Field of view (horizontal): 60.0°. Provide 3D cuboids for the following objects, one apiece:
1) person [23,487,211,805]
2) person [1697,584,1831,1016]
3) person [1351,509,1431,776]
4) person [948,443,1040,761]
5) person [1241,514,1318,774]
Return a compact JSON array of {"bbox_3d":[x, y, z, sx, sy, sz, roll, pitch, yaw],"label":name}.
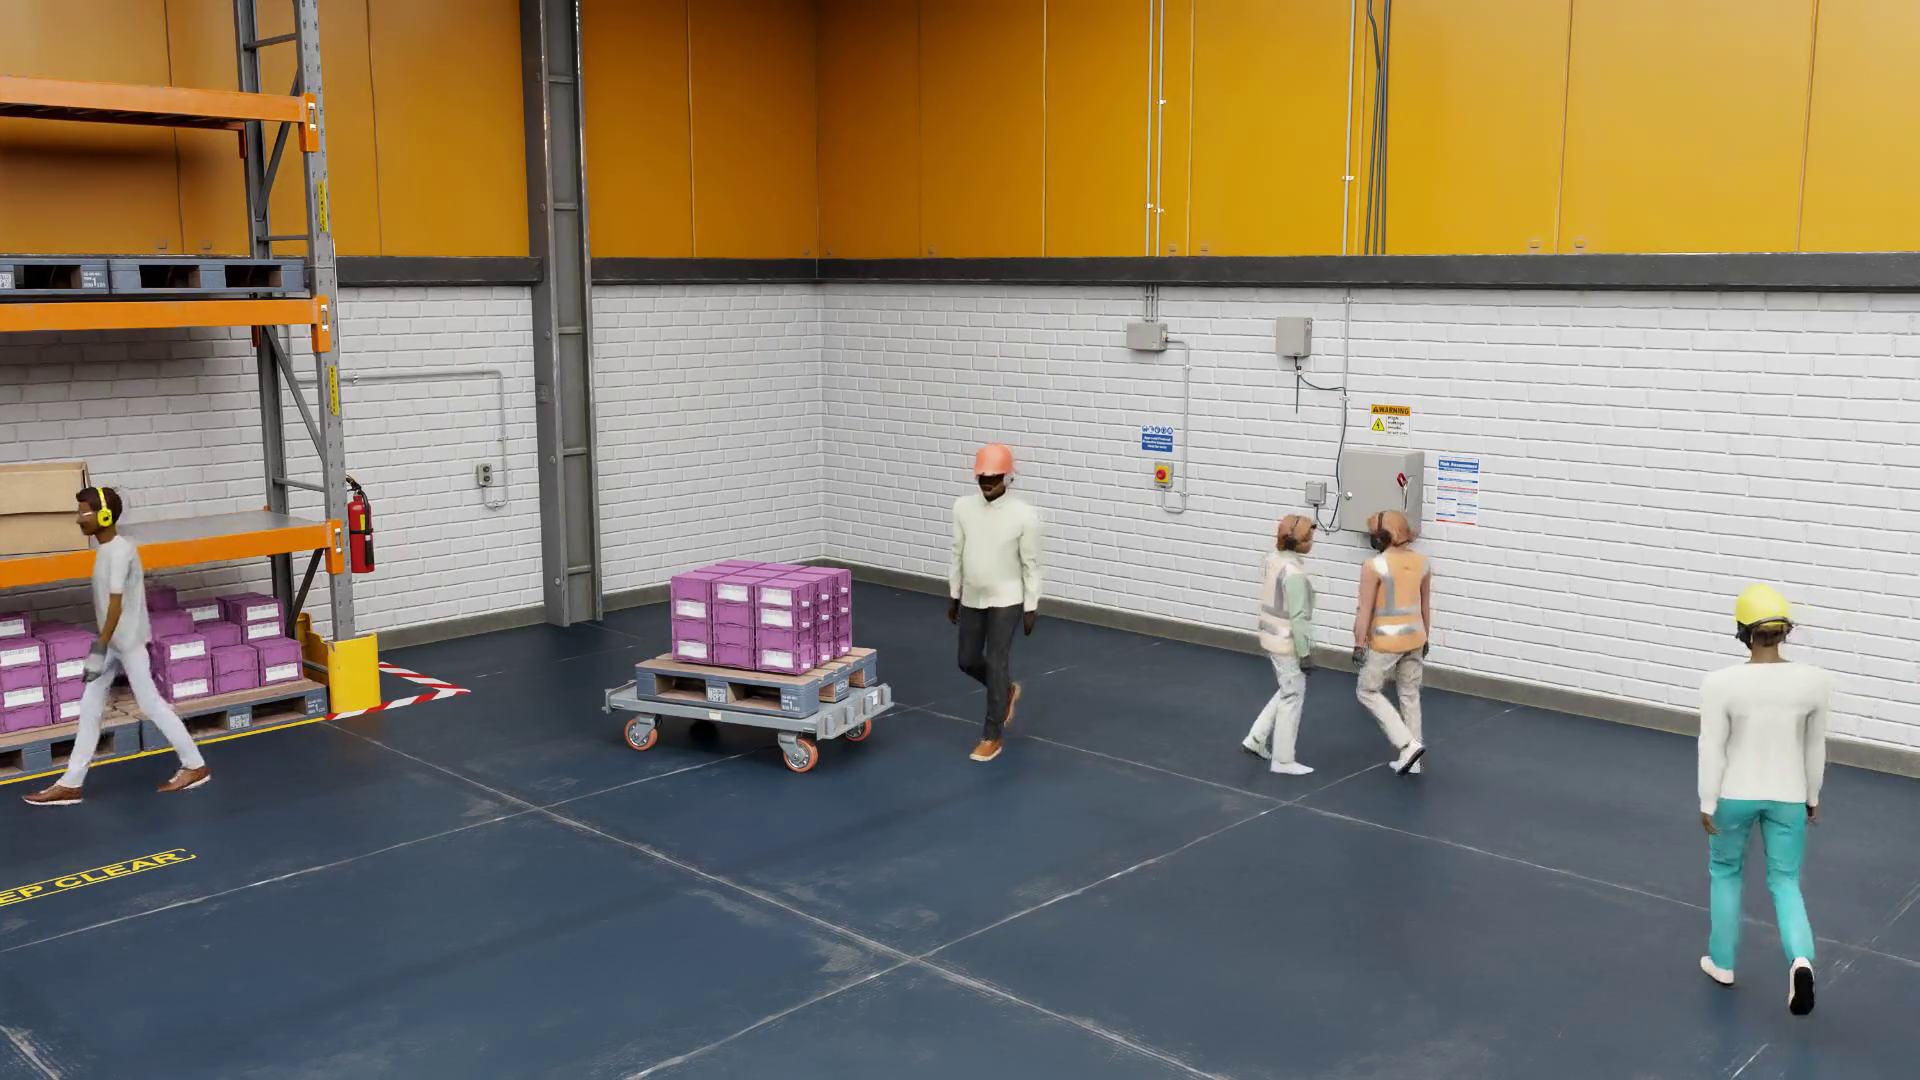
[{"bbox_3d":[-4.806,0.598,9.458,0.966,1.821,0.508,-8,12,-40],"label":"person"},{"bbox_3d":[3.293,1.062,6.803,0.523,1.744,0.658,1,9,9],"label":"person"},{"bbox_3d":[2.588,0.625,9.852,0.580,1.621,0.425,-5,11,-29],"label":"person"},{"bbox_3d":[0.234,0.356,10.431,0.619,1.976,0.668,6,11,32],"label":"person"},{"bbox_3d":[1.933,0.630,9.881,0.377,1.611,0.545,0,9,-2],"label":"person"}]
